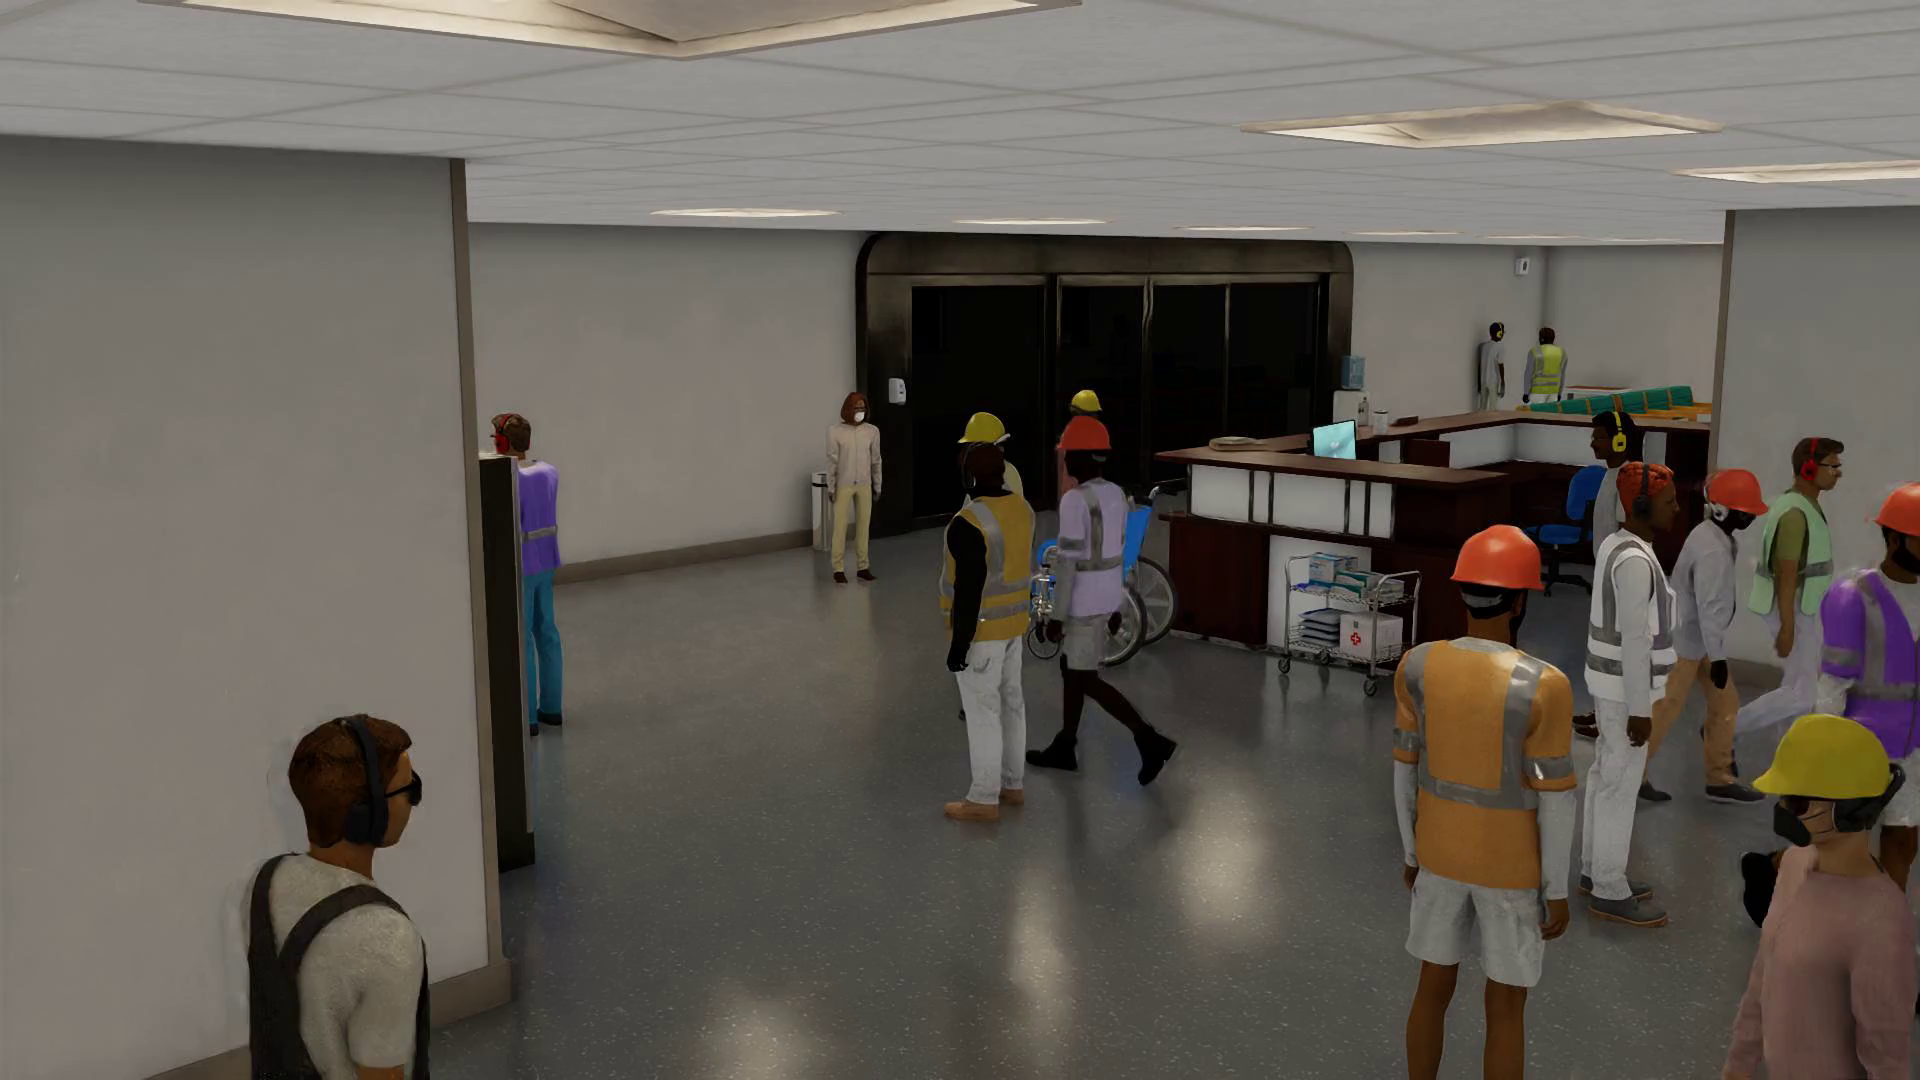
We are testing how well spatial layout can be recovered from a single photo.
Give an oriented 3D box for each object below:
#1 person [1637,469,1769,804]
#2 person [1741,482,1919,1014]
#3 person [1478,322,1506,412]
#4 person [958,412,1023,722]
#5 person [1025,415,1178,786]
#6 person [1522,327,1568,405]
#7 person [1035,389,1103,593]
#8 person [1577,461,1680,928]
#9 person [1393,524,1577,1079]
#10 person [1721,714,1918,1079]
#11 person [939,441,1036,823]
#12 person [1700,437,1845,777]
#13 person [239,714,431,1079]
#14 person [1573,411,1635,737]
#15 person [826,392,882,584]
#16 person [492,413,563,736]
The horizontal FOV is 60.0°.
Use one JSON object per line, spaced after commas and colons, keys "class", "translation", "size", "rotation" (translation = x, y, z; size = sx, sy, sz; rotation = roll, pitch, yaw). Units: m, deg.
{"class": "person", "translation": [3.632, 0.487, 8.130], "size": [0.786, 1.702, 0.584], "rotation": [5, 11, 29]}
{"class": "person", "translation": [3.312, 0.712, 6.157], "size": [0.574, 1.909, 0.739], "rotation": [-3, 10, -19]}
{"class": "person", "translation": [8.015, -2.350, 25.099], "size": [0.332, 1.858, 0.520], "rotation": [-5, 11, -28]}
{"class": "person", "translation": [0.174, 0.161, 9.794], "size": [0.403, 1.824, 0.596], "rotation": [3, 10, 16]}
{"class": "person", "translation": [0.737, 0.314, 8.579], "size": [0.850, 1.913, 0.544], "rotation": [5, 11, 28]}
{"class": "person", "translation": [8.297, -2.103, 23.658], "size": [0.629, 1.837, 0.429], "rotation": [-2, 10, -13]}
{"class": "person", "translation": [0.869, -0.266, 12.633], "size": [0.593, 1.752, 0.535], "rotation": [-5, 10, -27]}
{"class": "person", "translation": [2.740, 0.618, 6.800], "size": [0.349, 1.882, 0.584], "rotation": [2, 10, 14]}
{"class": "person", "translation": [1.517, 0.916, 4.817], "size": [0.544, 1.935, 0.361], "rotation": [9, 13, 44]}
{"class": "person", "translation": [1.902, 1.216, 3.643], "size": [0.917, 1.720, 0.541], "rotation": [2, 9, 10]}
{"class": "person", "translation": [0.117, 0.439, 8.038], "size": [0.429, 1.839, 0.627], "rotation": [5, 11, 30]}
{"class": "person", "translation": [4.184, 0.379, 8.446], "size": [0.563, 1.827, 0.567], "rotation": [5, 11, 29]}
{"class": "person", "translation": [-1.240, 1.240, 3.191], "size": [0.513, 1.824, 0.832], "rotation": [6, 11, 32]}
{"class": "person", "translation": [3.705, 0.196, 9.467], "size": [0.326, 1.862, 0.508], "rotation": [2, 9, 13]}
{"class": "person", "translation": [-0.896, -0.443, 14.110], "size": [0.504, 1.627, 0.286], "rotation": [-5, 10, -26]}
{"class": "person", "translation": [-2.482, 0.200, 9.476], "size": [0.395, 1.847, 0.564], "rotation": [4, 10, 26]}
